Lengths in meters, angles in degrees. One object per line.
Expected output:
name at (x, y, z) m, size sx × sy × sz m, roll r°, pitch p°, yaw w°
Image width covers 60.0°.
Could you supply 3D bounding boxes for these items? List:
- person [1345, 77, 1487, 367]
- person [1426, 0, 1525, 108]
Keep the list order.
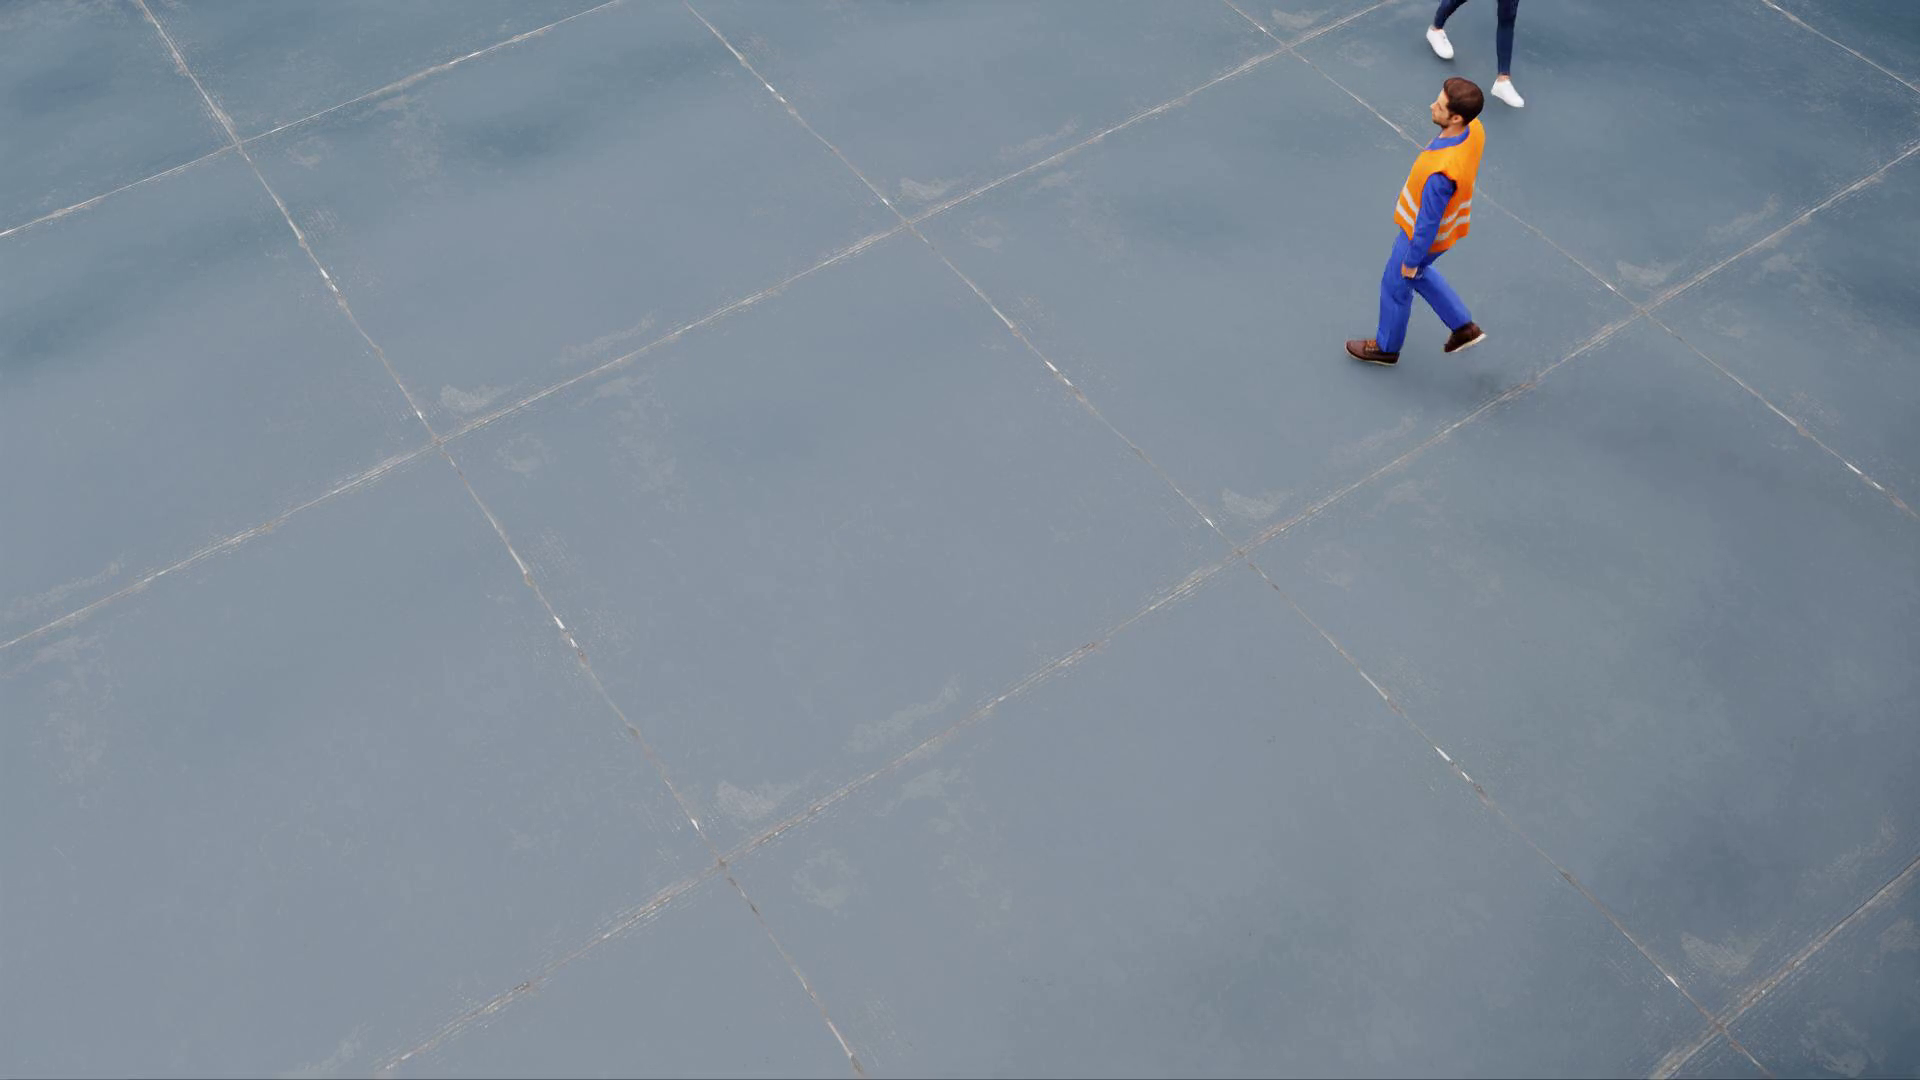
person at (2.456, -1.542, 8.437) m, size 1.067 × 1.848 × 0.951 m, roll 21°, pitch 55°, yaw 15°
person at (3.194, -3.572, 10.086) m, size 0.753 × 1.727 × 1.181 m, roll -21°, pitch 55°, yaw -15°
